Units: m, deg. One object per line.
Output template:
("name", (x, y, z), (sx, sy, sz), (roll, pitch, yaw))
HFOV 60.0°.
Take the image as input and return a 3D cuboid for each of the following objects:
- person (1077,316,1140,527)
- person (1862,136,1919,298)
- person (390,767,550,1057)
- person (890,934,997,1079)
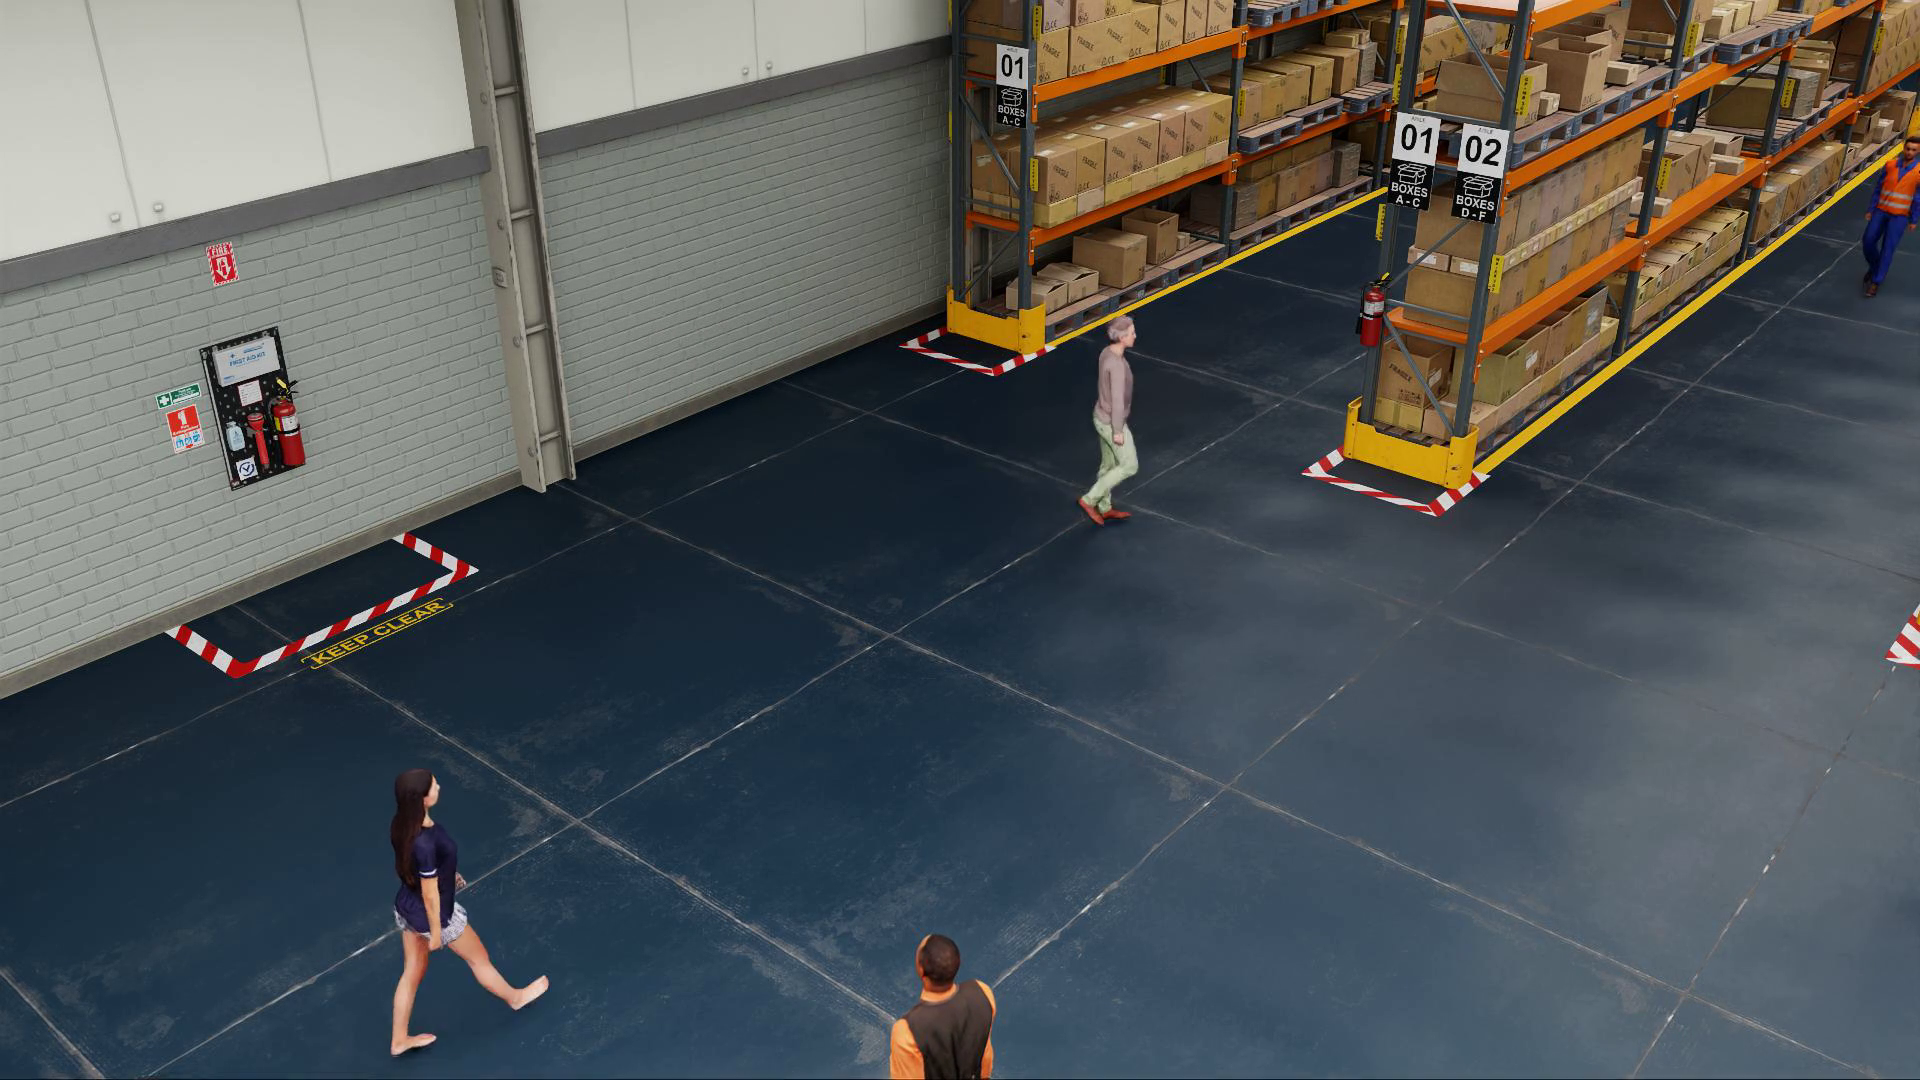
("person", (1.185, -0.961, 13.899), (0.928, 1.858, 0.868), (-2, 28, -4))
("person", (10.739, -3.749, 19.138), (0.717, 1.855, 0.773), (23, 36, 37))
("person", (-2.813, 1.961, 8.556), (1.140, 1.724, 0.743), (-21, 35, -34))
("person", (-0.063, 2.510, 7.330), (0.644, 1.907, 0.815), (-18, 33, -29))
